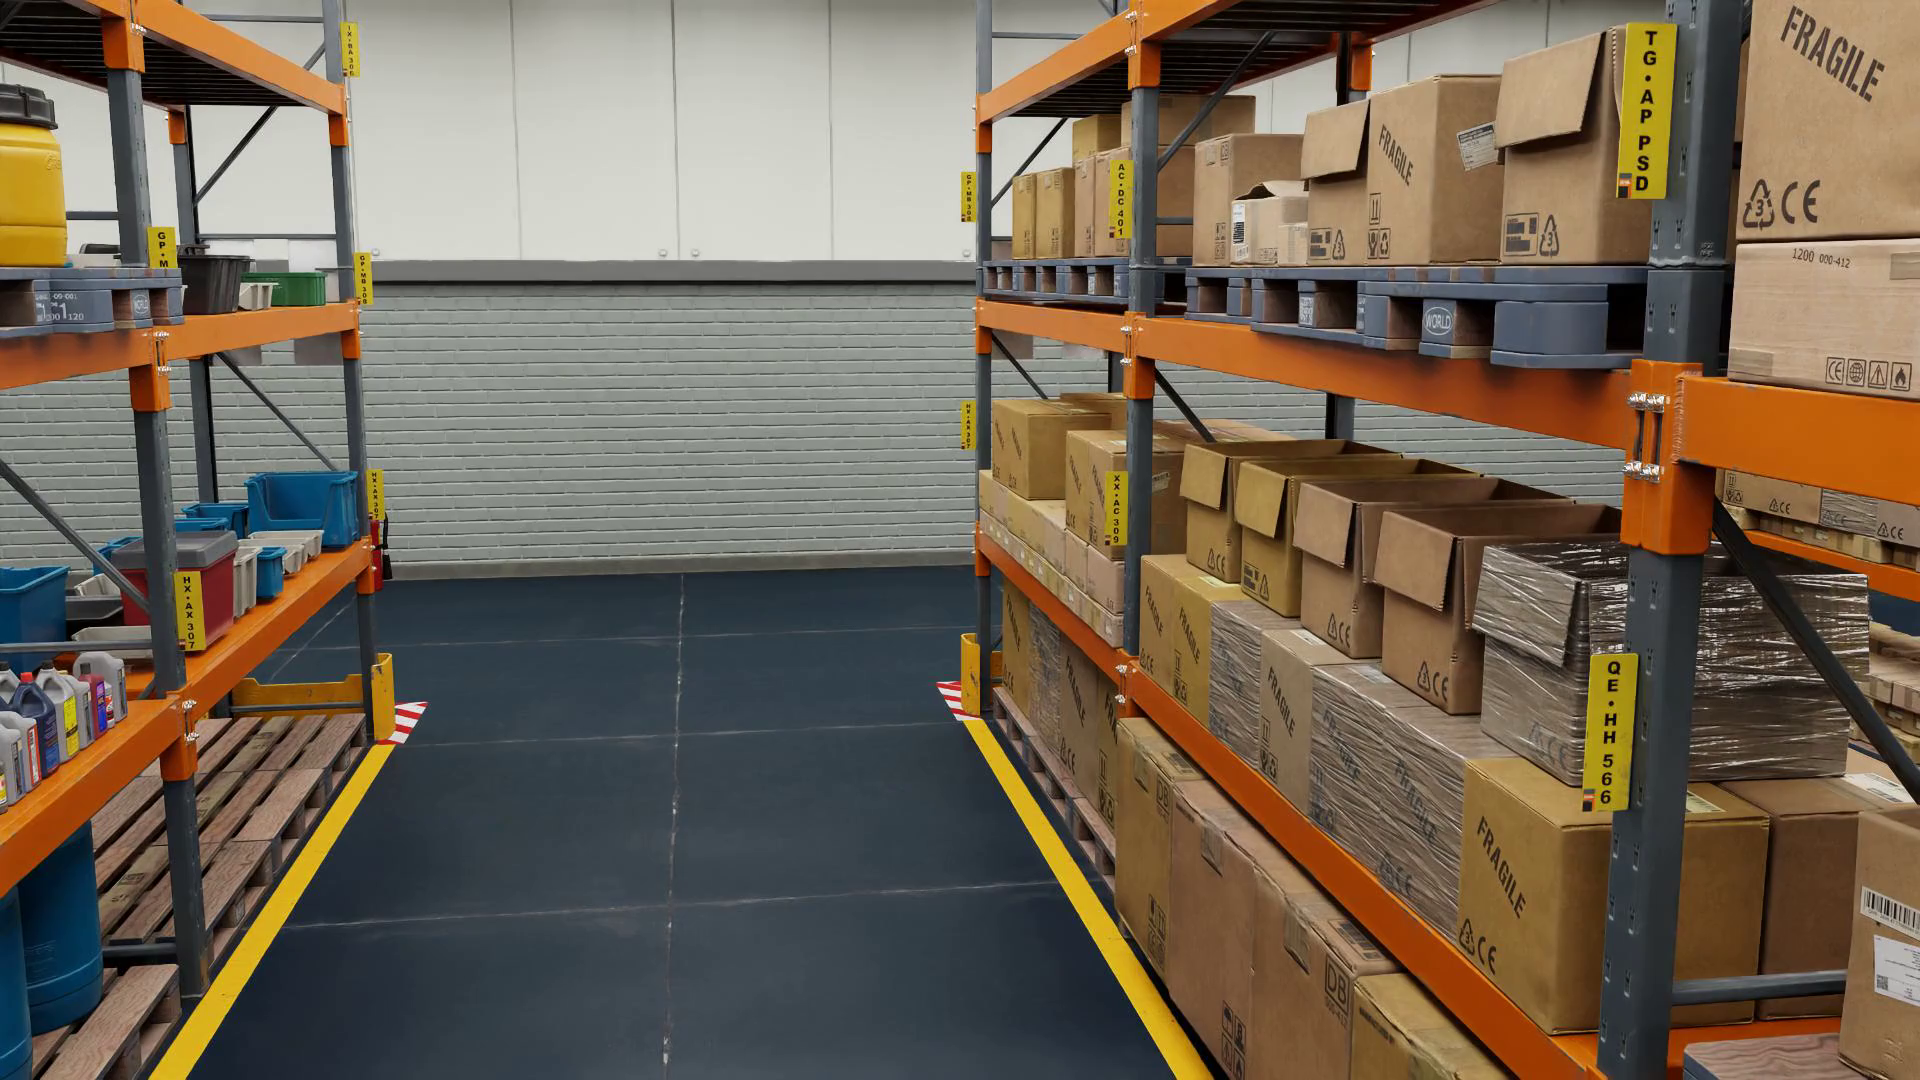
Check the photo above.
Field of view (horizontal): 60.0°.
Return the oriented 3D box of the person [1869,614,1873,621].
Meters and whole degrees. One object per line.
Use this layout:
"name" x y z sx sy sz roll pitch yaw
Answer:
"person" 7.567 -0.038 14.078 0.769 1.592 0.643 8 12 40
